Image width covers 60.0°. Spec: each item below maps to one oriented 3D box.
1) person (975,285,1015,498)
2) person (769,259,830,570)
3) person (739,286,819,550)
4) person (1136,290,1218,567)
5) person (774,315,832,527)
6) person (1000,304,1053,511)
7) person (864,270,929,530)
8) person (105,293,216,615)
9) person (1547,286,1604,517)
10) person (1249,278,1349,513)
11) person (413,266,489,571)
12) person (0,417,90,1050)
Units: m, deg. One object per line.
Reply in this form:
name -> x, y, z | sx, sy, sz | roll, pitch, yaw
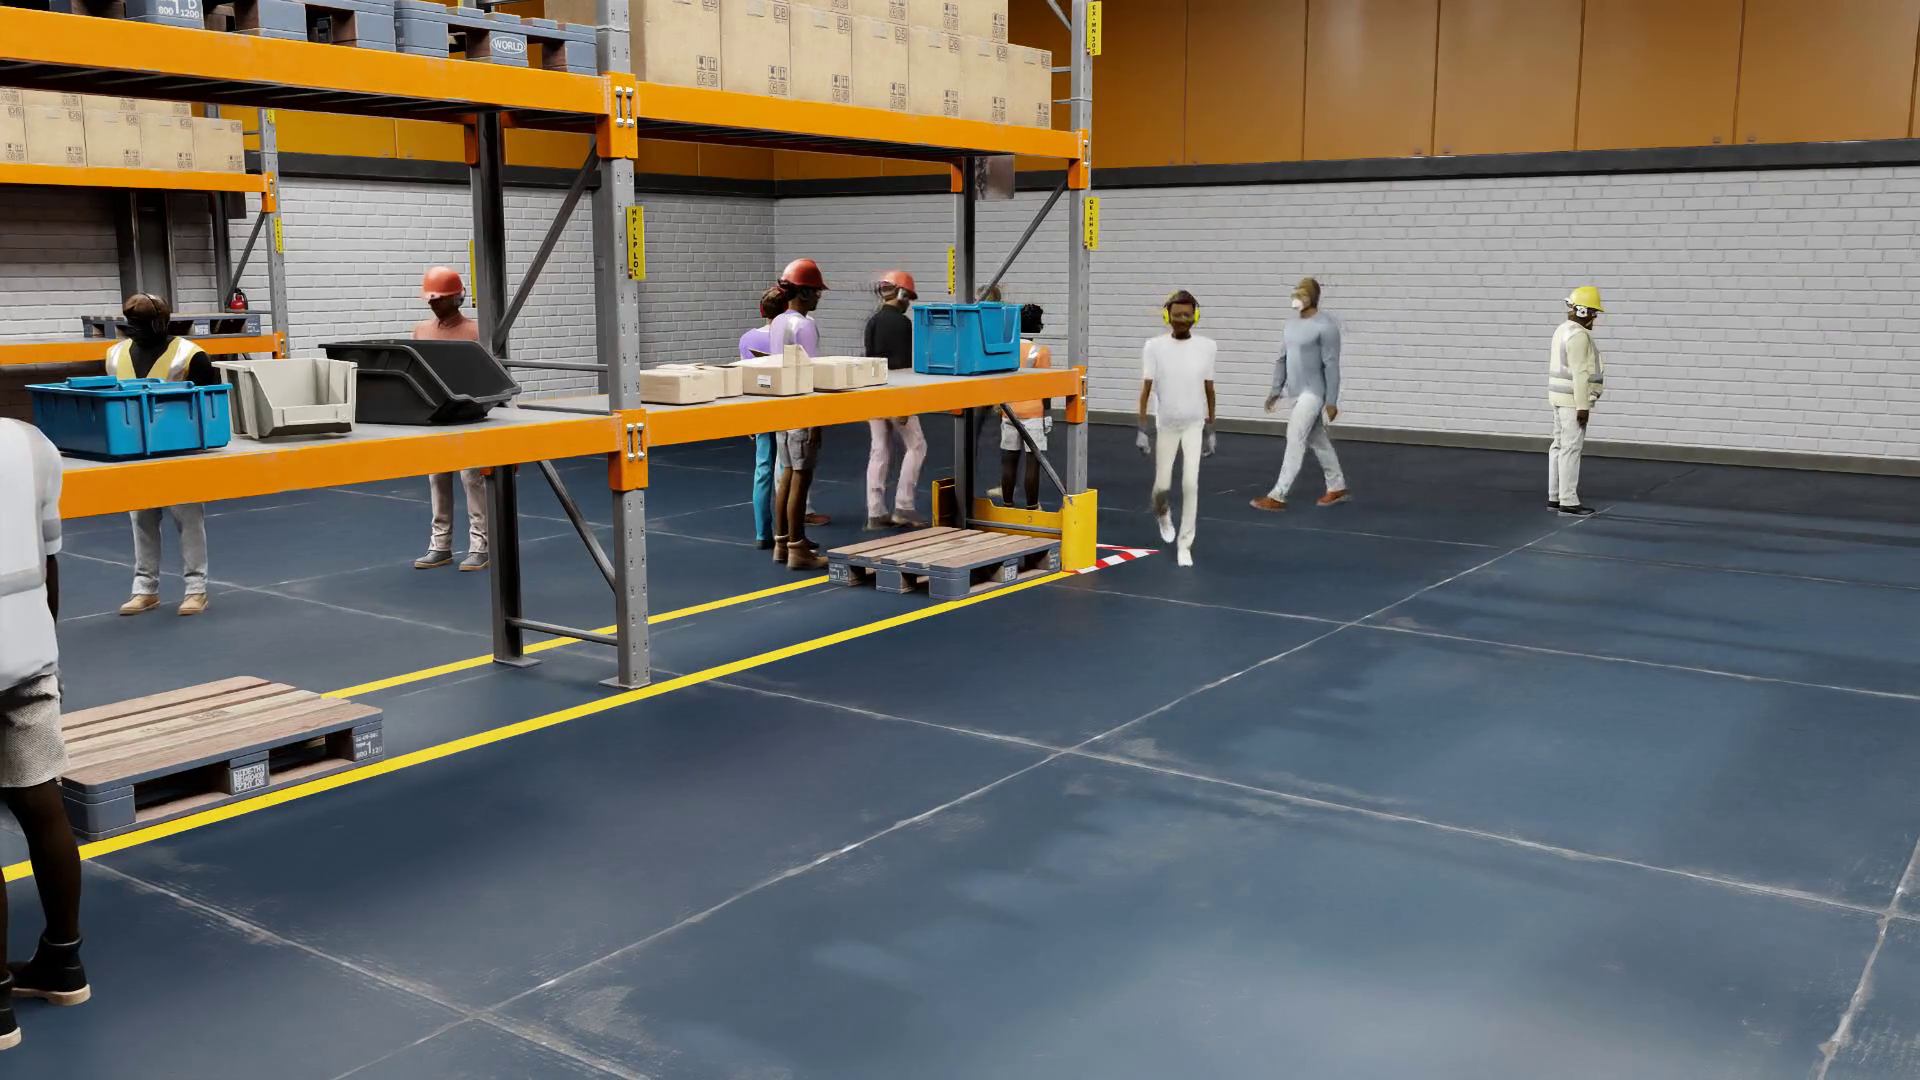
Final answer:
person -> 0.167, -1.230, 14.022 | 0.837, 1.814, 0.547 | -8, 12, -39
person -> -1.039, -0.818, 10.941 | 0.398, 2.037, 0.608 | -4, 10, -23
person -> -1.269, -0.835, 11.580 | 0.567, 1.850, 0.389 | 4, 10, 25
person -> 1.462, -0.771, 11.242 | 0.557, 1.839, 0.725 | 0, 10, 1
person -> -1.245, -1.074, 12.737 | 0.374, 1.939, 0.629 | -5, 11, -28
person -> 0.508, -0.956, 12.753 | 0.319, 1.695, 0.539 | -9, 13, -42
person -> -0.483, -1.044, 12.526 | 0.596, 1.946, 0.695 | -6, 11, -32
person -> -4.570, -0.480, 9.504 | 0.624, 1.841, 0.430 | 0, 10, 2
person -> 4.898, -1.100, 13.237 | 0.403, 1.823, 0.588 | 1, 10, 4
person -> 2.817, -1.171, 13.494 | 1.037, 1.895, 0.628 | -4, 10, -21
person -> -3.331, -0.787, 10.878 | 0.608, 1.989, 0.386 | 3, 10, 17
person -> -2.561, 0.336, 4.280 | 0.388, 1.958, 0.607 | 3, 10, 15
